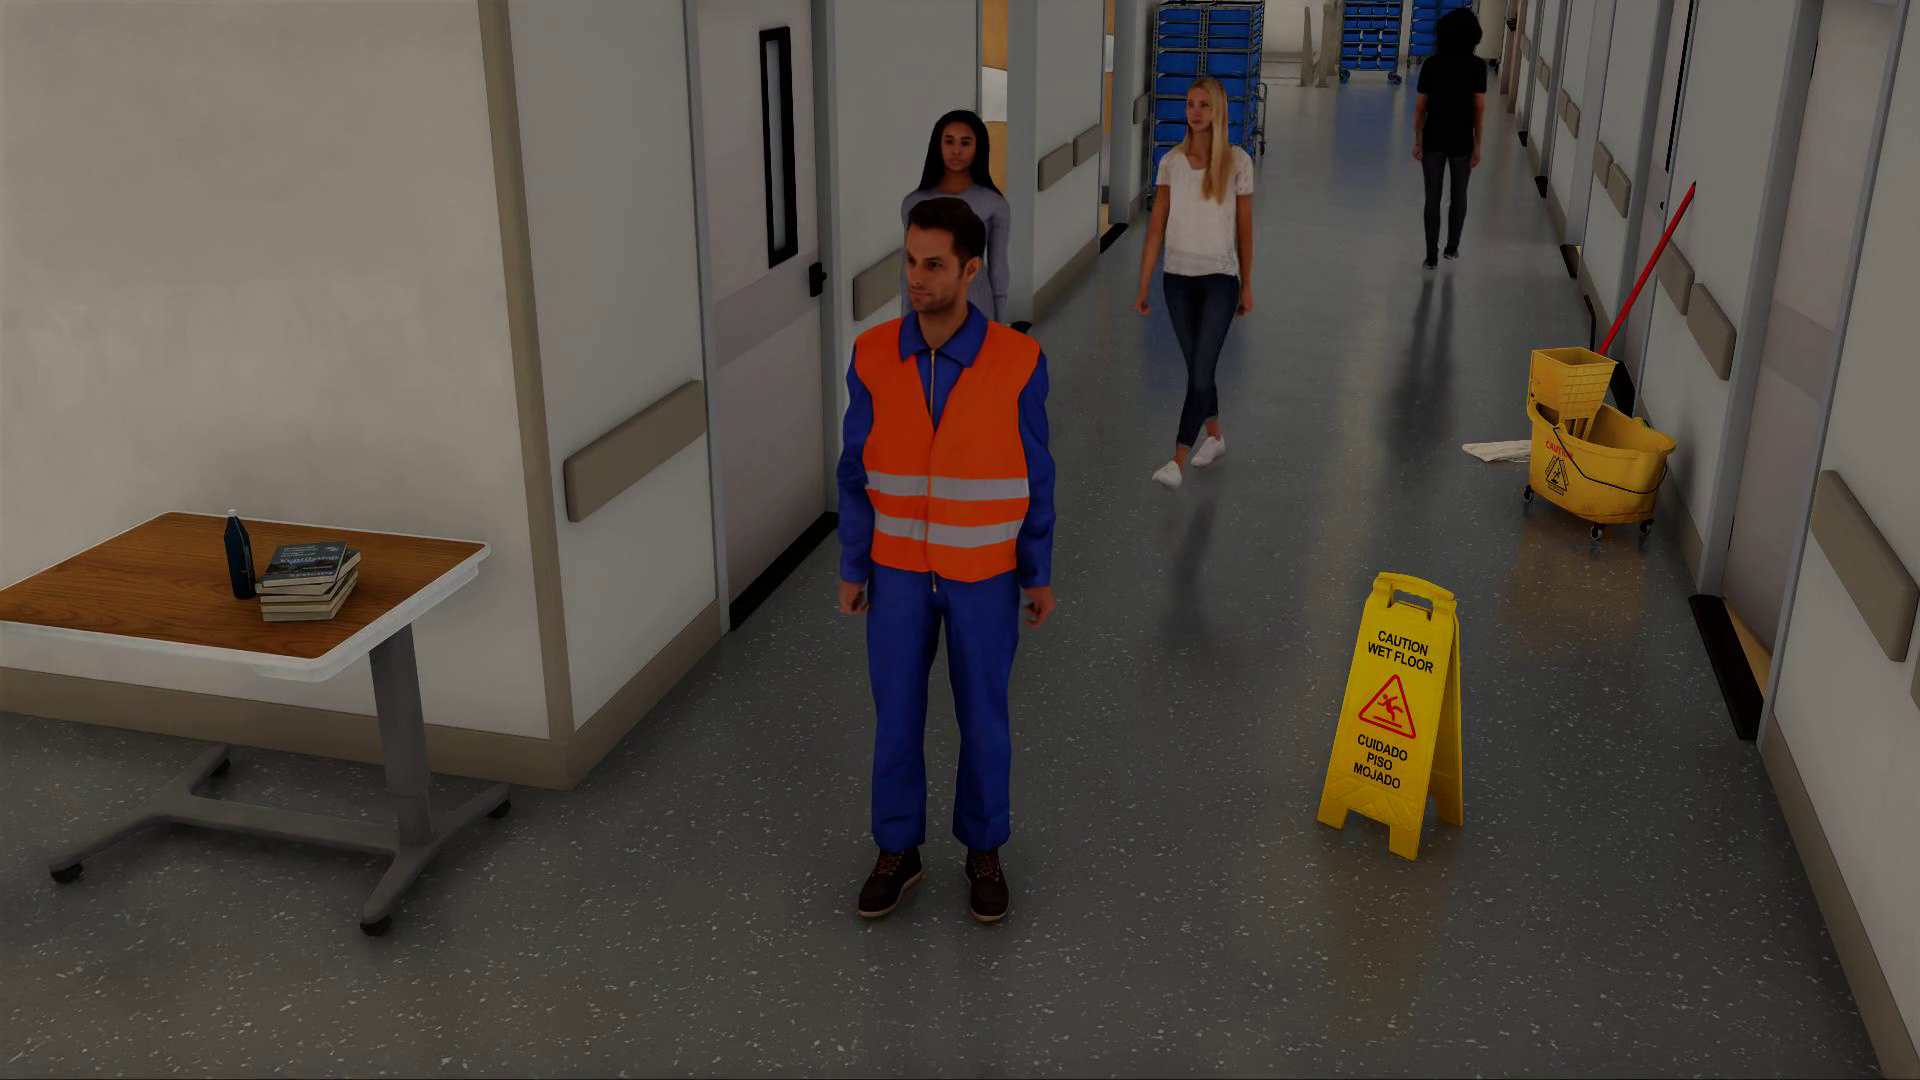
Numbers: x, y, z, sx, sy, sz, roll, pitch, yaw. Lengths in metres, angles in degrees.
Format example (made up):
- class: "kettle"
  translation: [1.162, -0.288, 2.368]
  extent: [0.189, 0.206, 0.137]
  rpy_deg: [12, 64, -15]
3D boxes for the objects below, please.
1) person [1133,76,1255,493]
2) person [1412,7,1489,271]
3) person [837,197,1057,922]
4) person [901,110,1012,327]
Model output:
- class: "person"
  translation: [1.112, -1.132, 7.445]
  extent: [0.830, 1.771, 1.179]
  rpy_deg: [12, 24, 28]
- class: "person"
  translation: [3.465, -2.829, 11.846]
  extent: [0.633, 1.815, 0.817]
  rpy_deg: [6, 21, 15]
- class: "person"
  translation: [-0.037, 0.079, 4.121]
  extent: [0.734, 1.861, 0.657]
  rpy_deg: [2, 21, 5]
- class: "person"
  translation: [-0.012, -0.898, 6.902]
  extent: [0.622, 1.718, 0.866]
  rpy_deg: [5, 21, 12]
